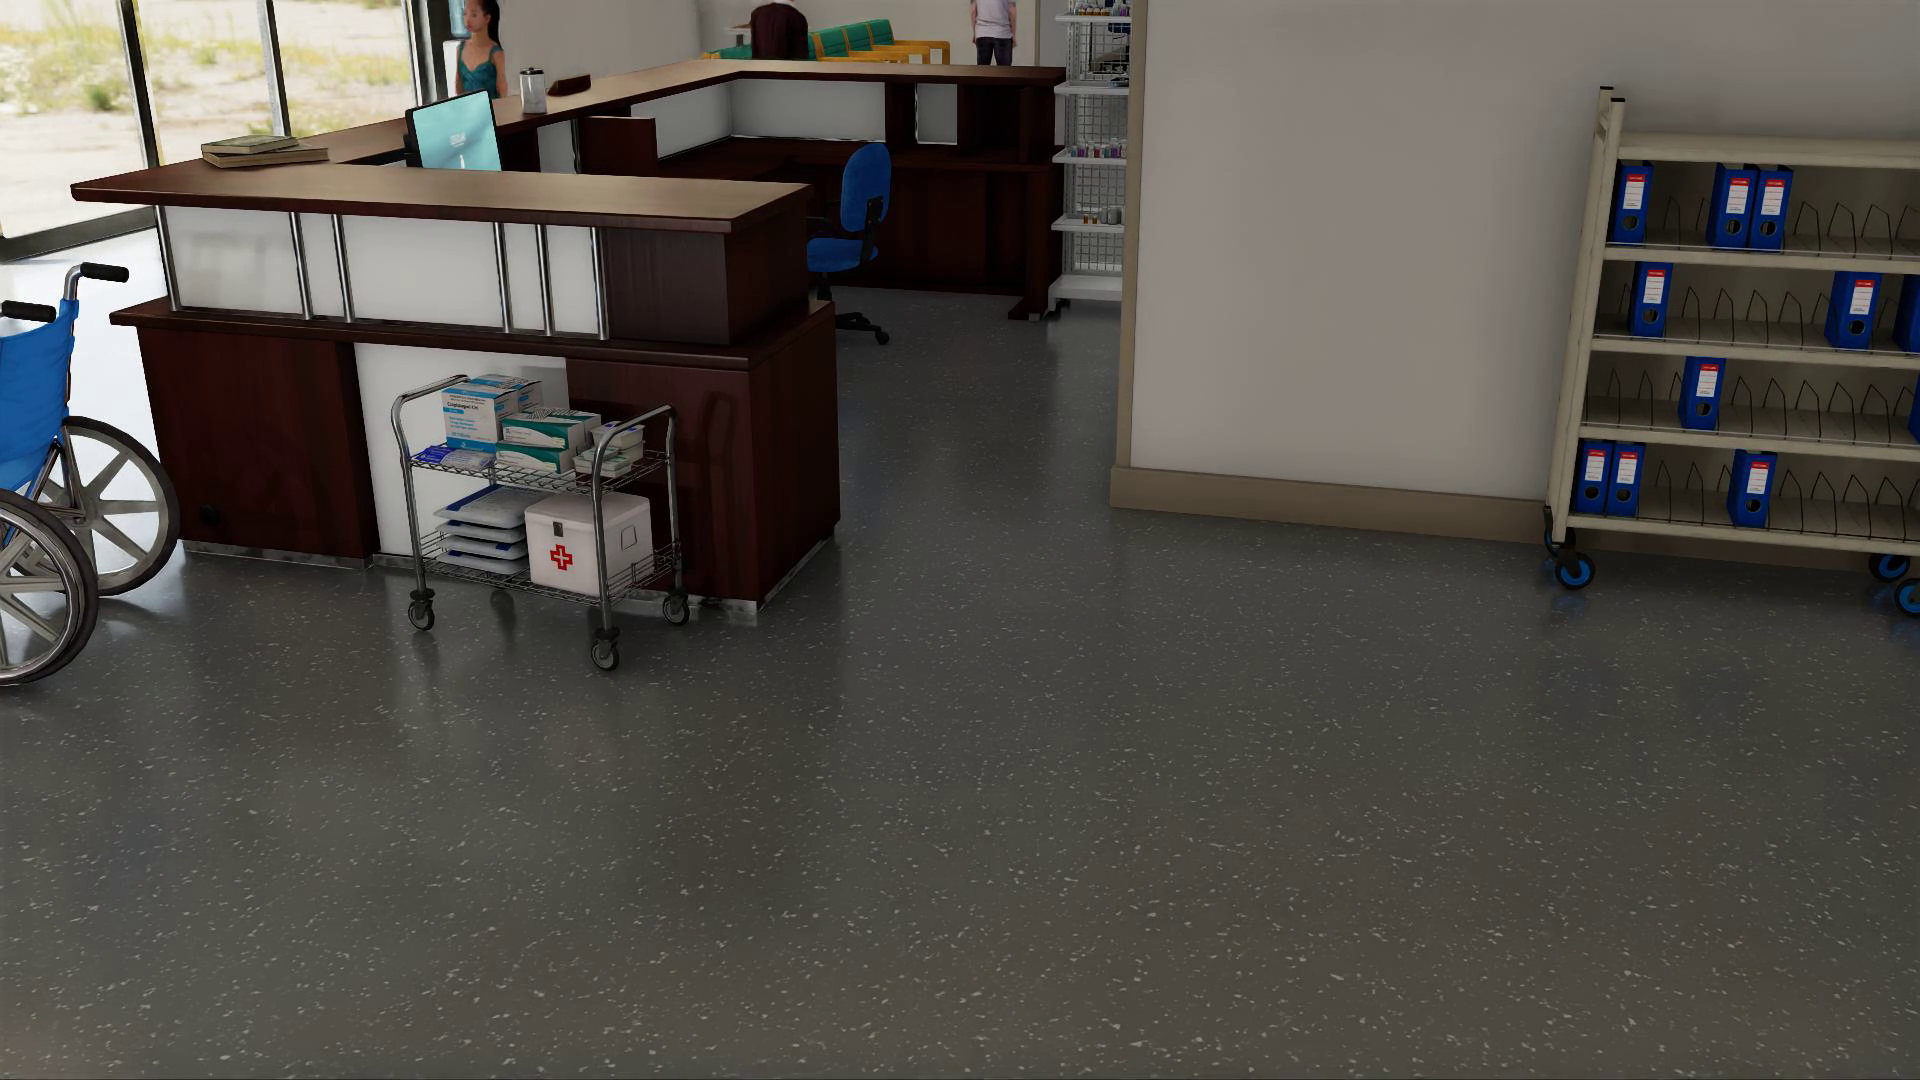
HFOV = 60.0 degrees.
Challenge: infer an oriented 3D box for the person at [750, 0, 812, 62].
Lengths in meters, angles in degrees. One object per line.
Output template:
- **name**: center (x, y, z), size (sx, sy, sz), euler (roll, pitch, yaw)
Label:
- **person**: center (-1.284, -3.052, 11.610), size (1.057, 1.846, 0.933), euler (12, 24, 30)

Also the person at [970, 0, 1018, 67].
- **person**: center (0.353, -5.316, 17.607), size (0.526, 1.832, 0.715), euler (7, 22, 17)

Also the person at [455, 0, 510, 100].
- **person**: center (-3.034, -2.665, 10.844), size (0.868, 1.664, 0.774), euler (13, 24, 30)
